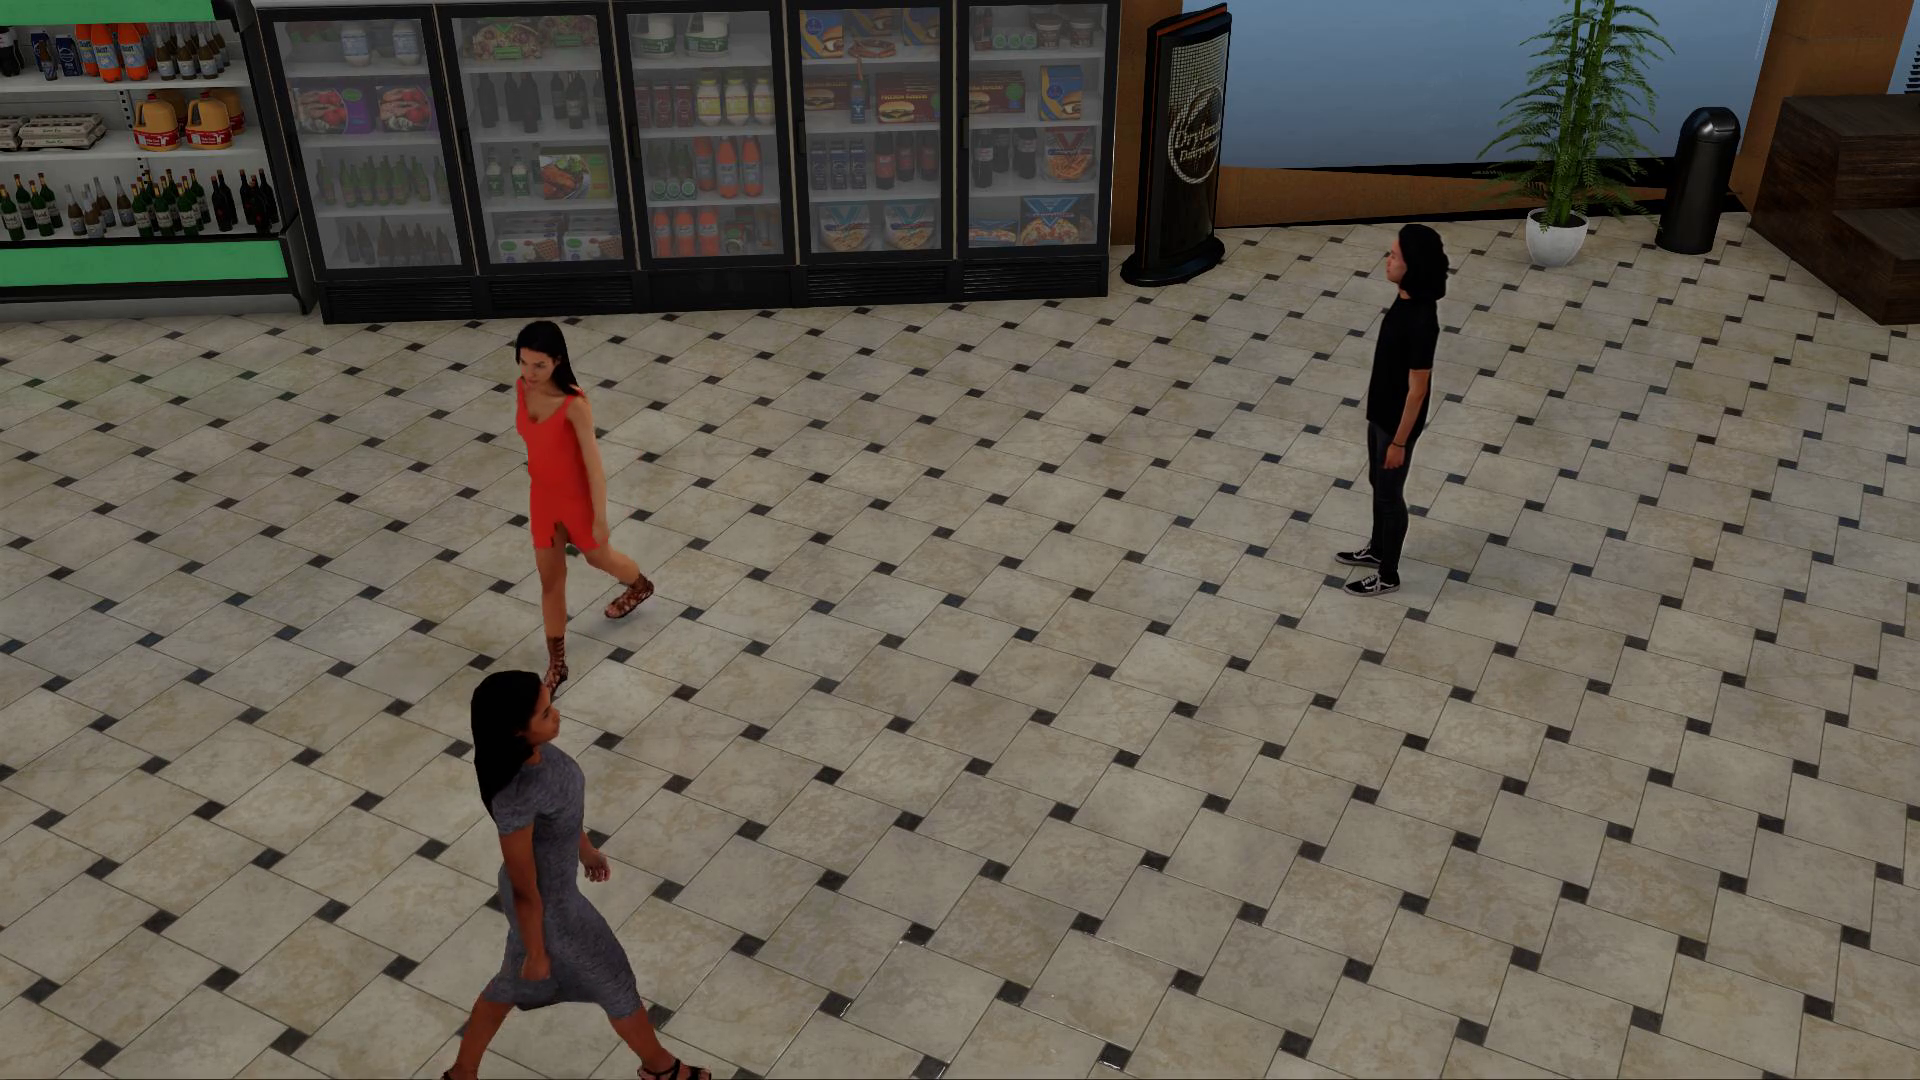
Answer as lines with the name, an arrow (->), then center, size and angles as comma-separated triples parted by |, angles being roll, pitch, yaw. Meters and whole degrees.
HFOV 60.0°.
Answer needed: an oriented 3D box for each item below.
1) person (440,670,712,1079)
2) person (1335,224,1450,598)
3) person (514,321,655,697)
person -> -1.339, 1.140, 5.006 | 1.136, 1.735, 0.743 | -8, 33, -13
person -> 2.025, -0.591, 7.696 | 0.569, 1.835, 0.674 | 2, 32, 3
person -> -1.653, -0.206, 7.230 | 1.128, 1.673, 1.033 | 18, 36, 26
